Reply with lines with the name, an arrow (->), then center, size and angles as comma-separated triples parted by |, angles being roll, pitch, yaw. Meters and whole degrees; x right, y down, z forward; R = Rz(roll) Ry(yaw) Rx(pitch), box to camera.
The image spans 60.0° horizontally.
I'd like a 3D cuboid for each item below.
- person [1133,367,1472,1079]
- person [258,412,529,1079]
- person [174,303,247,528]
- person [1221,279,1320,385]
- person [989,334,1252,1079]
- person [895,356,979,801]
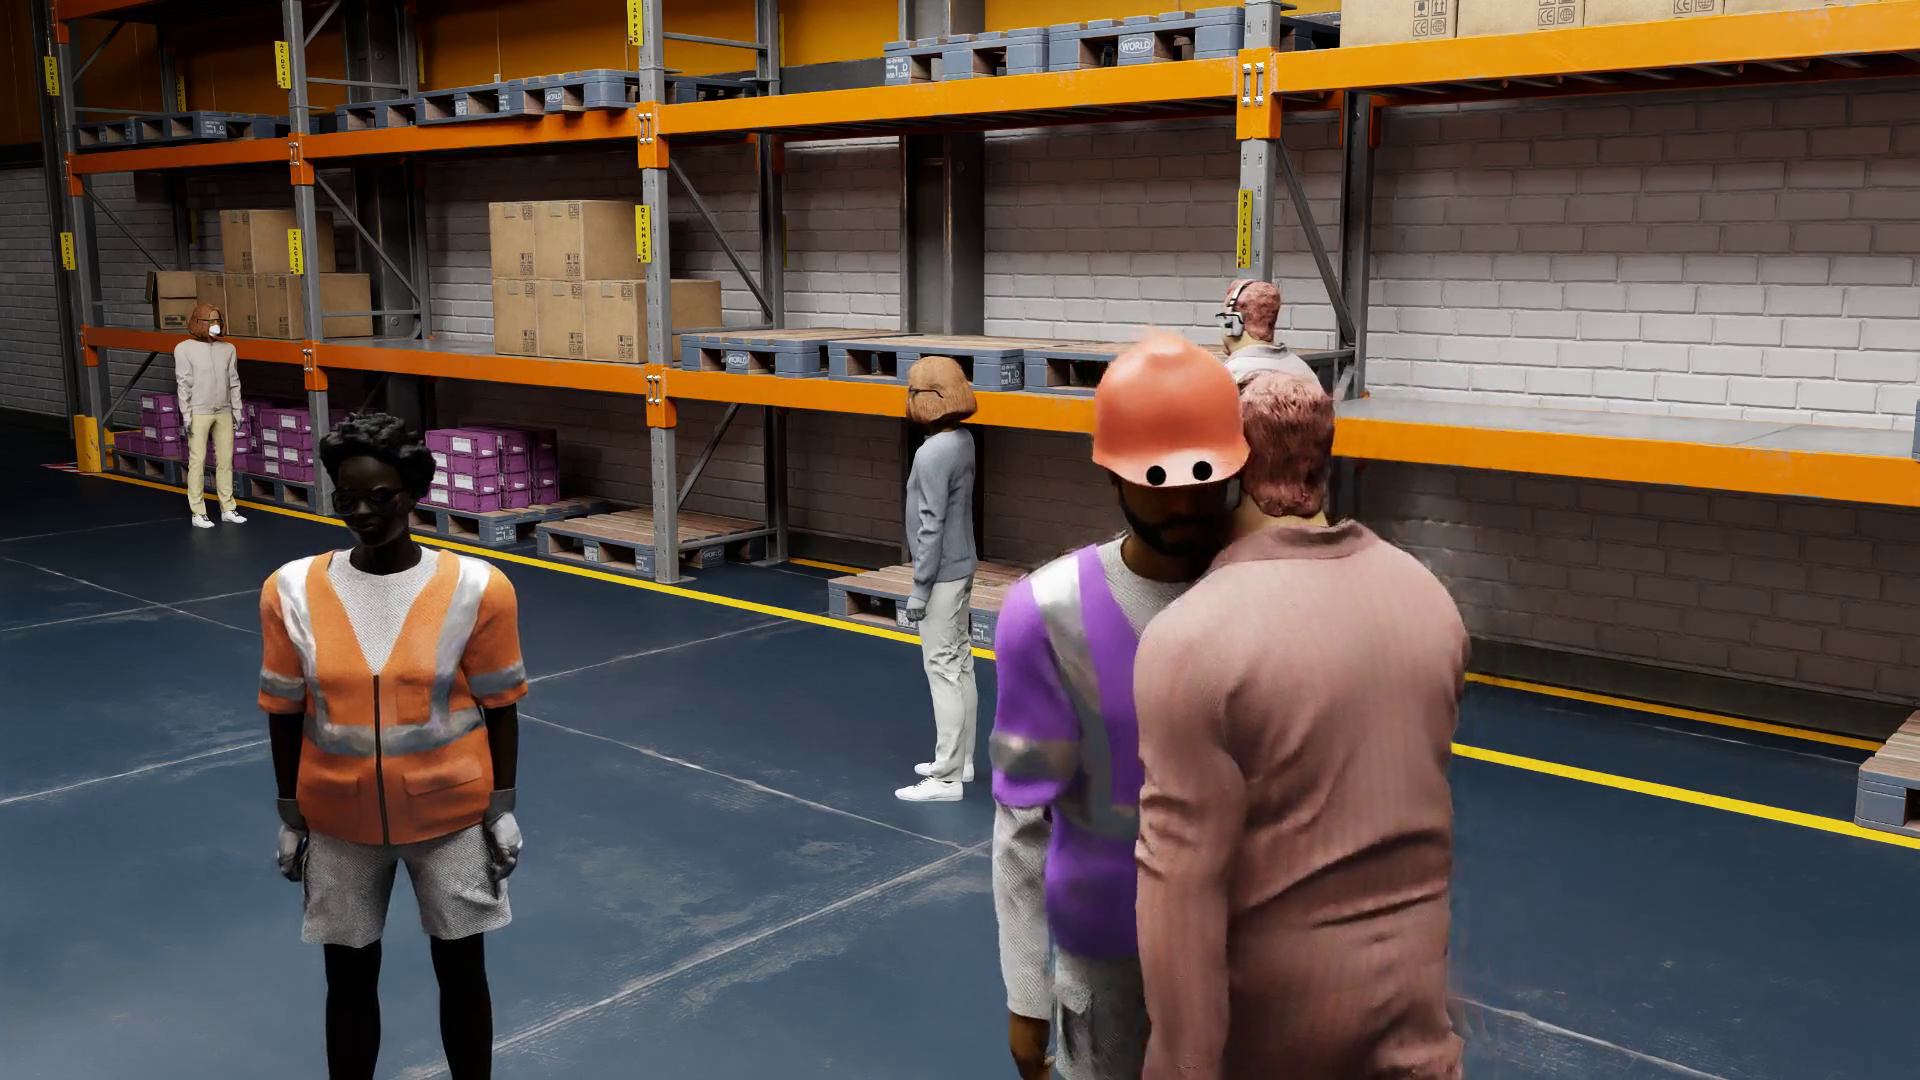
person -> 0.489, 0.673, 2.528 | 0.652, 1.845, 1.000 | -6, 12, -31
person -> -1.169, 0.577, 3.474 | 0.536, 1.696, 0.322 | -1, 10, -8
person -> -5.462, -0.907, 12.129 | 0.277, 1.629, 0.497 | 6, 12, 32
person -> 1.079, -0.028, 6.325 | 0.651, 1.906, 0.403 | -10, 14, -44
person -> 0.338, 0.634, 2.587 | 0.572, 1.887, 0.907 | -1, 10, -5
person -> -0.077, 0.143, 6.120 | 0.286, 1.636, 0.500 | 2, 10, 13
